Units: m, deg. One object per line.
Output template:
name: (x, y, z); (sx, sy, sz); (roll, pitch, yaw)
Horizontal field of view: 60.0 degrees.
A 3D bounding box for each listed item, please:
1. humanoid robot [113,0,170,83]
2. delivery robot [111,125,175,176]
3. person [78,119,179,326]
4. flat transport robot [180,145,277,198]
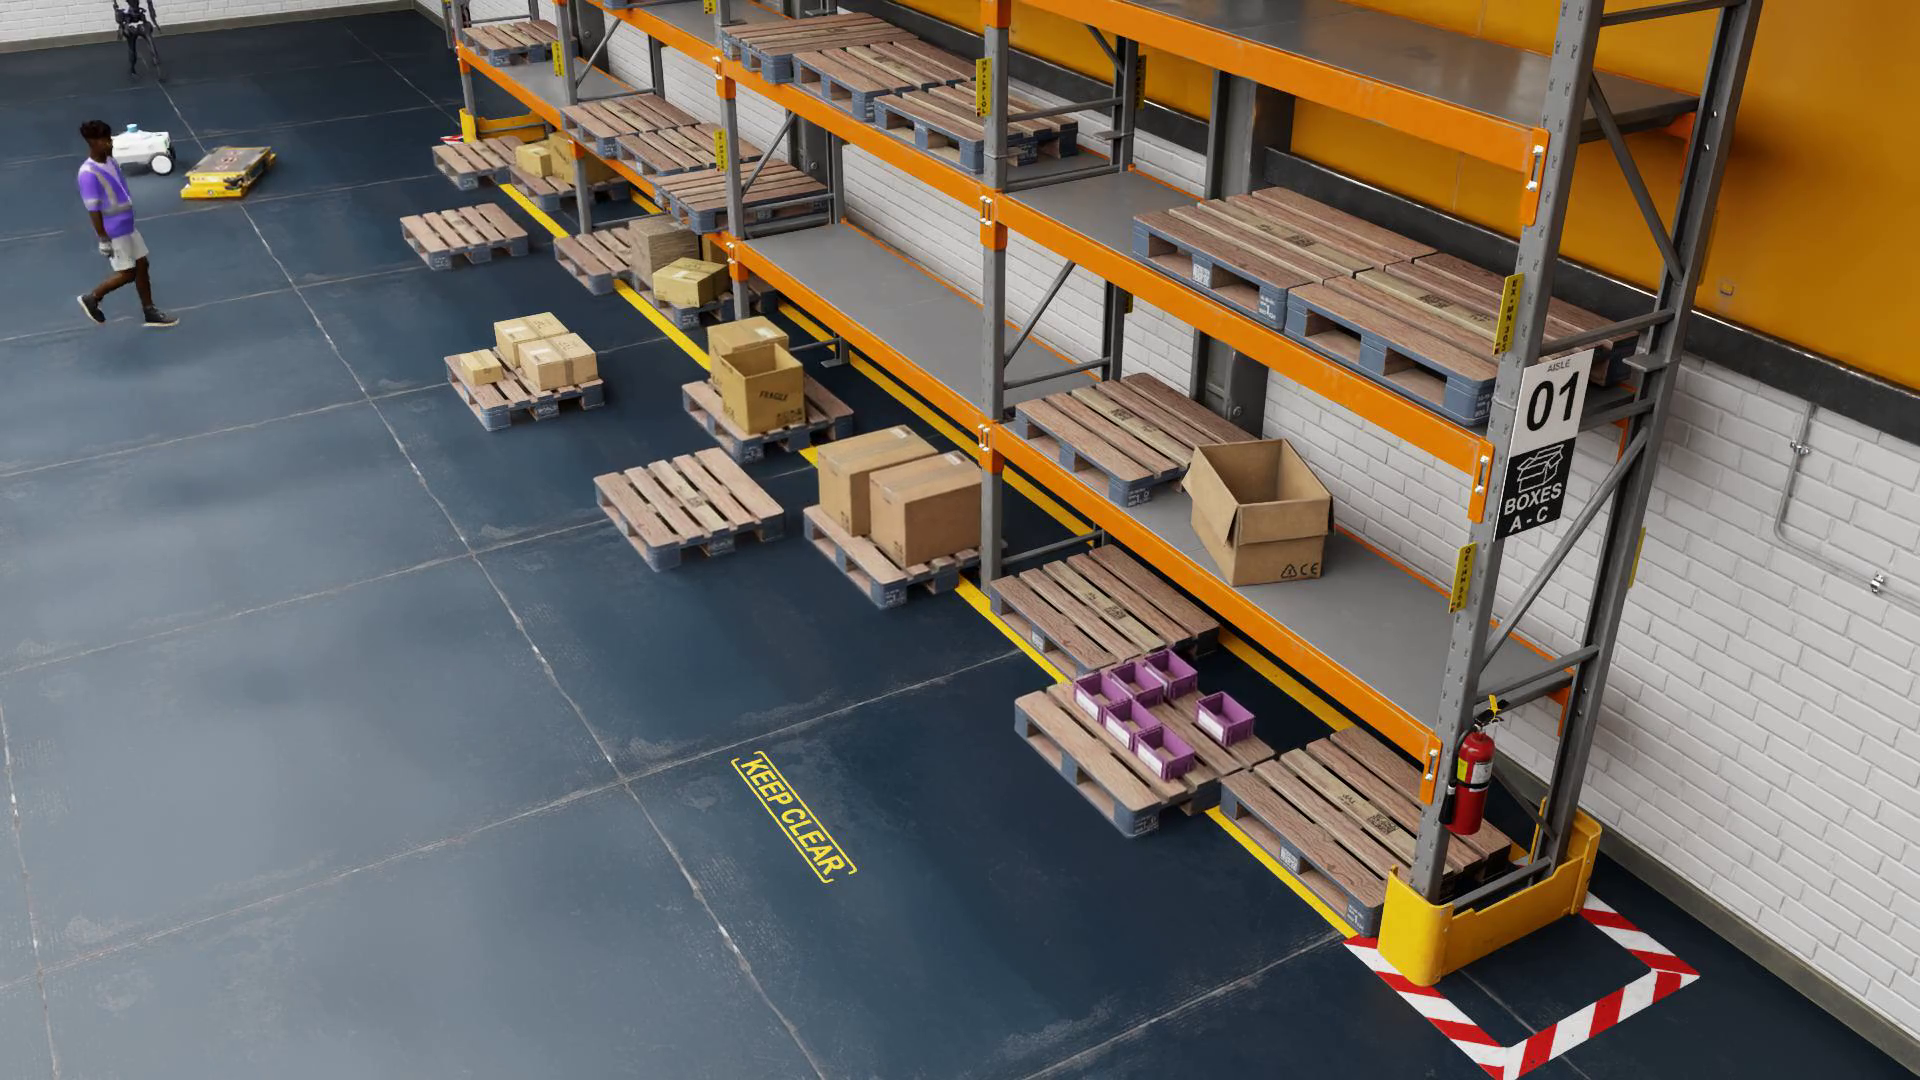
humanoid robot: (-11.306, -7.100, 22.801); (0.837, 1.622, 0.609); (20, 35, 31)
delivery robot: (-9.530, -4.528, 19.335); (0.765, 0.594, 0.525); (-11, 31, -19)
person: (-7.615, -2.800, 14.878); (0.705, 1.940, 0.601); (-2, 30, -3)
flat transport robot: (-8.397, -4.240, 19.117); (0.659, 0.231, 1.431); (-2, 30, -4)
